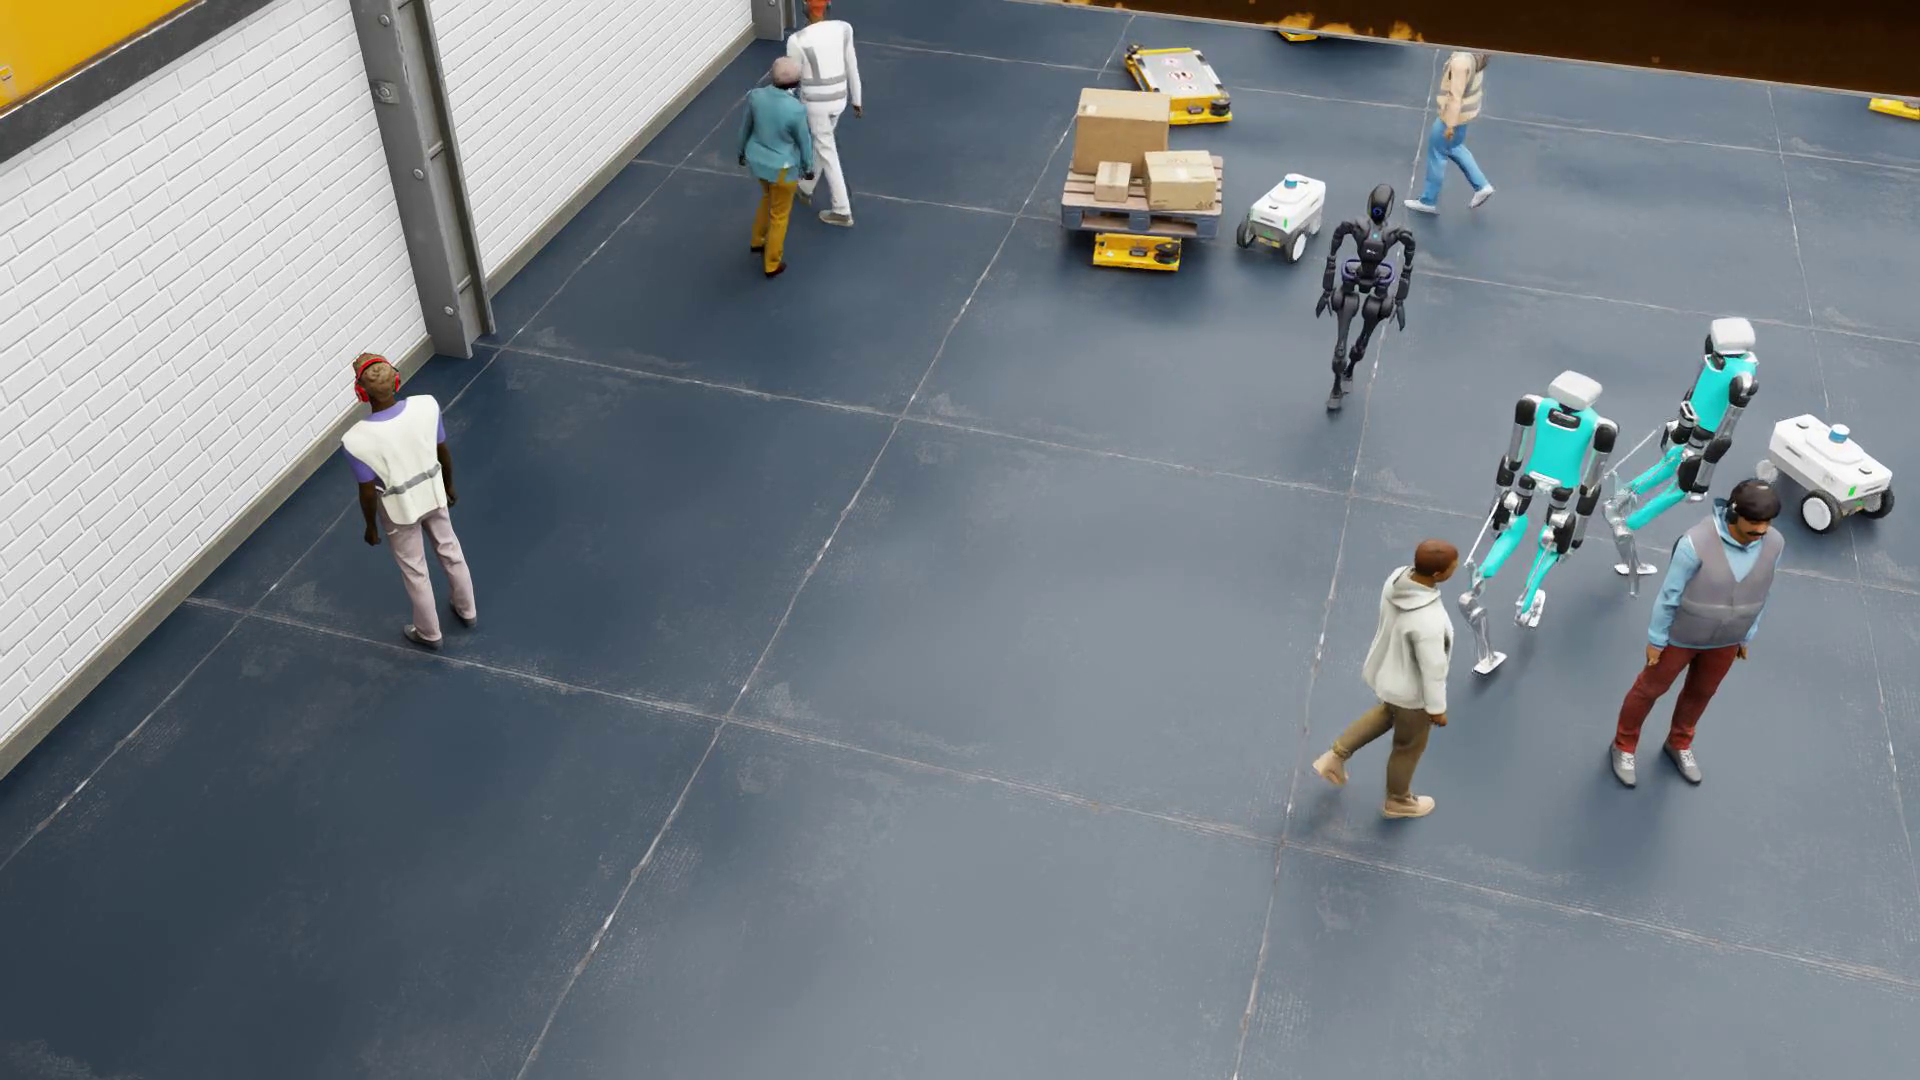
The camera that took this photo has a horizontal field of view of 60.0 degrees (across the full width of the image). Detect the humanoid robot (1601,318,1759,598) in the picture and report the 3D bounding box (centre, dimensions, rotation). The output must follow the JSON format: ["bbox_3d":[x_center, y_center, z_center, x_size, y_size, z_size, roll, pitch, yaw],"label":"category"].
[{"bbox_3d":[3.945,-0.429,9.395,0.651,1.837,0.538,1,39,2],"label":"humanoid robot"}]

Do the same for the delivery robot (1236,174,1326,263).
[{"bbox_3d":[2.531,-2.534,12.937,0.499,0.606,0.796,24,45,27],"label":"delivery robot"}]

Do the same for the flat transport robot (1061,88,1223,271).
[{"bbox_3d":[1.442,-2.573,13.205,0.659,0.231,1.431,5,39,6],"label":"flat transport robot"}]

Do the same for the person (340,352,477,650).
[{"bbox_3d":[-2.957,-0.184,8.974,0.390,1.847,0.562,30,47,32],"label":"person"}]

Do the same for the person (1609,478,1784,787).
[{"bbox_3d":[3.629,0.441,8.178,0.542,1.871,0.412,-2,39,-3],"label":"person"}]

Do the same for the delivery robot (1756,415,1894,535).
[{"bbox_3d":[5.385,-0.421,10.313,0.499,0.611,0.792,-14,41,-17],"label":"delivery robot"}]

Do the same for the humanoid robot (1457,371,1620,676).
[{"bbox_3d":[3.009,-0.018,8.852,0.534,1.719,0.988,24,45,27],"label":"humanoid robot"}]

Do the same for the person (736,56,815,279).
[{"bbox_3d":[-1.370,-2.758,12.281,0.586,1.724,0.457,22,44,25],"label":"person"}]

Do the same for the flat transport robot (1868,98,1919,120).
[{"bbox_3d":[8.815,-4.182,15.207,0.659,0.231,1.431,23,44,25],"label":"flat transport robot"}]

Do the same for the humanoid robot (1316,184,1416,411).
[{"bbox_3d":[2.653,-1.613,10.905,0.590,1.635,0.591,9,40,11],"label":"humanoid robot"}]

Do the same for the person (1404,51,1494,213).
[{"bbox_3d":[3.942,-3.326,12.980,0.581,1.710,0.516,22,44,25],"label":"person"}]

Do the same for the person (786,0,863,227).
[{"bbox_3d":[-1.135,-3.411,12.987,0.675,1.835,0.882,-29,47,-31],"label":"person"}]

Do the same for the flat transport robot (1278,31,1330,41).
[{"bbox_3d":[3.777,-5.227,16.506,1.431,0.231,0.659,-11,40,-14],"label":"flat transport robot"}]

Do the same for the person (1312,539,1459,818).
[{"bbox_3d":[2.120,0.683,7.972,0.565,1.750,0.537,-4,39,-5],"label":"person"}]

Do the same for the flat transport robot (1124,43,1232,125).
[{"bbox_3d":[1.983,-4.176,15.199,0.659,0.231,1.431,-5,39,-7],"label":"flat transport robot"}]
